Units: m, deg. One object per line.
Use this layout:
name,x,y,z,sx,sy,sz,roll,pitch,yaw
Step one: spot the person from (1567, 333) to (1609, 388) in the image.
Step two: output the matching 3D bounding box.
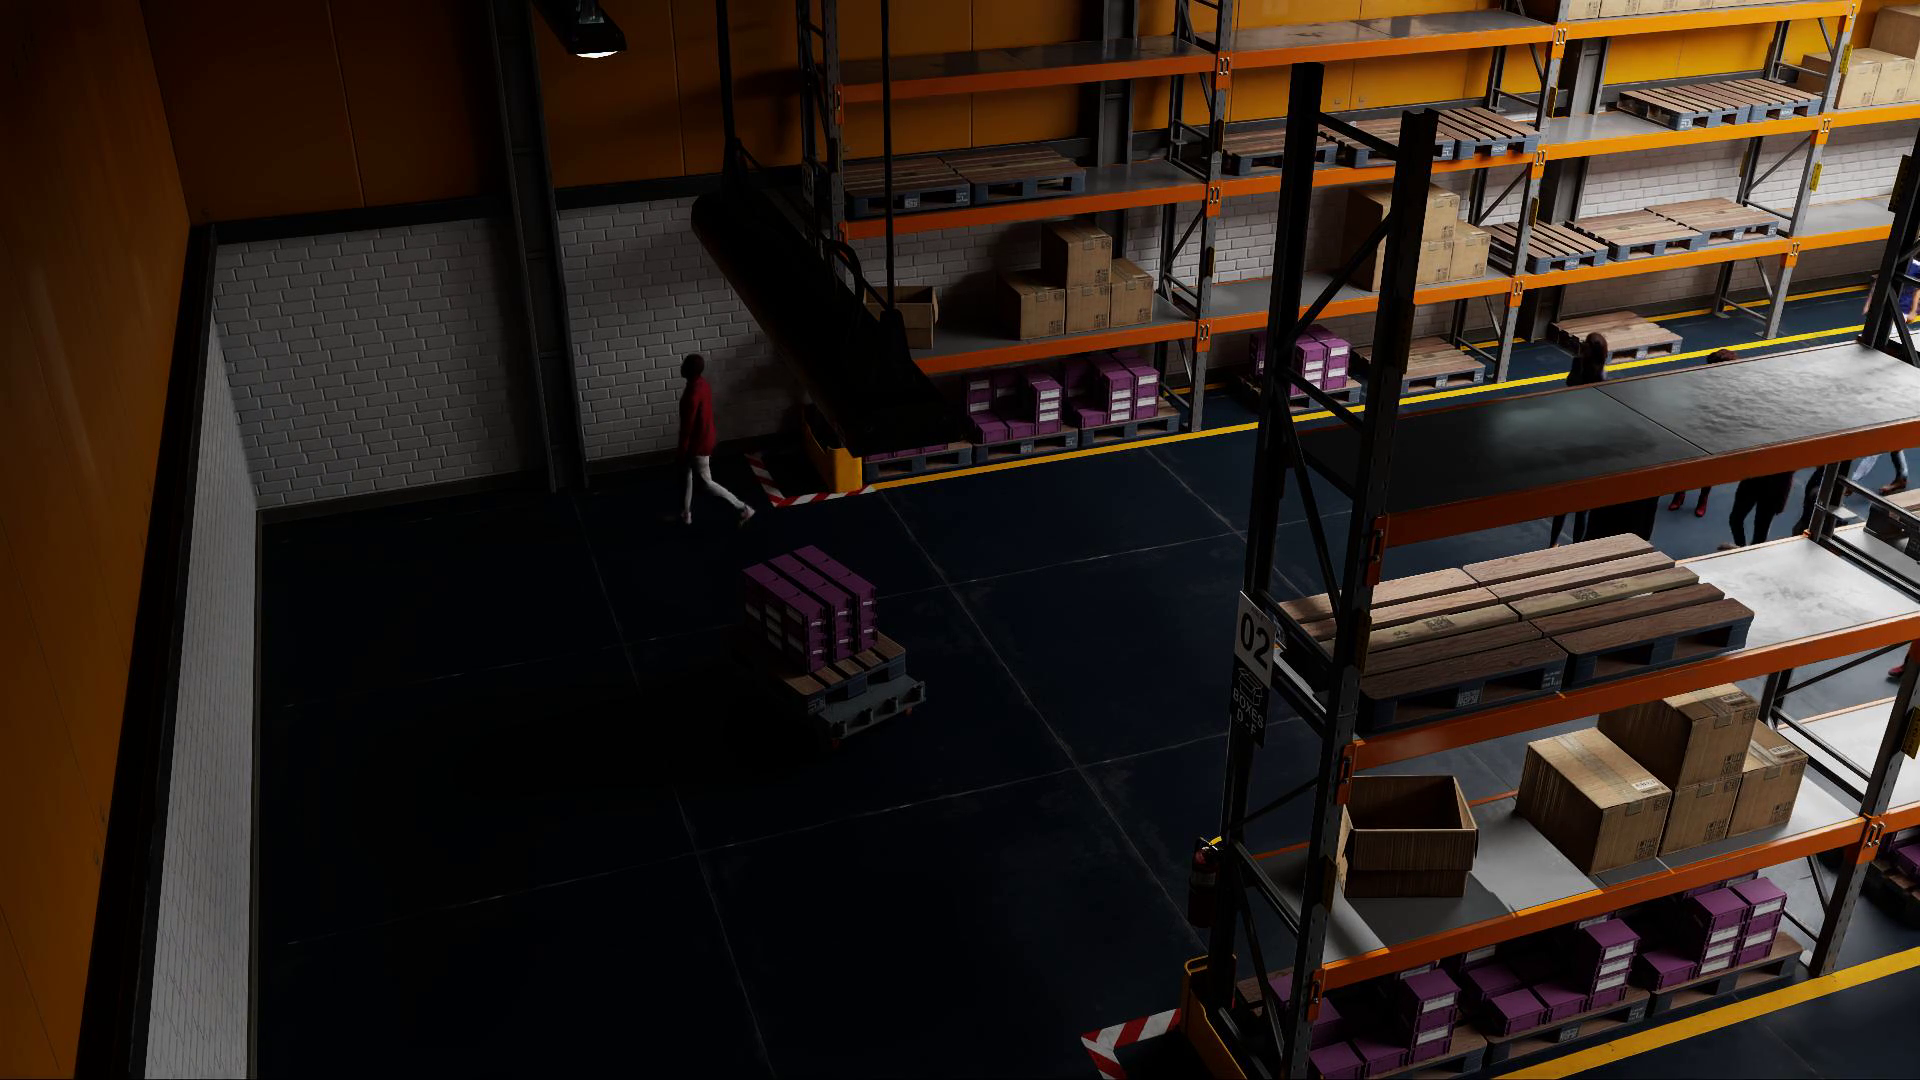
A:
person,6.242,-1.256,16.616,0.858,1.755,0.689,-13,31,-22

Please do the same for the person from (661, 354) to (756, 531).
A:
person,-2.428,-0.909,15.933,1.292,1.799,0.997,2,29,3

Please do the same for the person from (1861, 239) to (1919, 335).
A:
person,10.766,-2.651,19.131,1.160,1.796,0.818,-17,33,-28

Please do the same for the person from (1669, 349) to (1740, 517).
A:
person,7.326,-1.063,16.307,0.660,1.711,0.688,18,34,30
